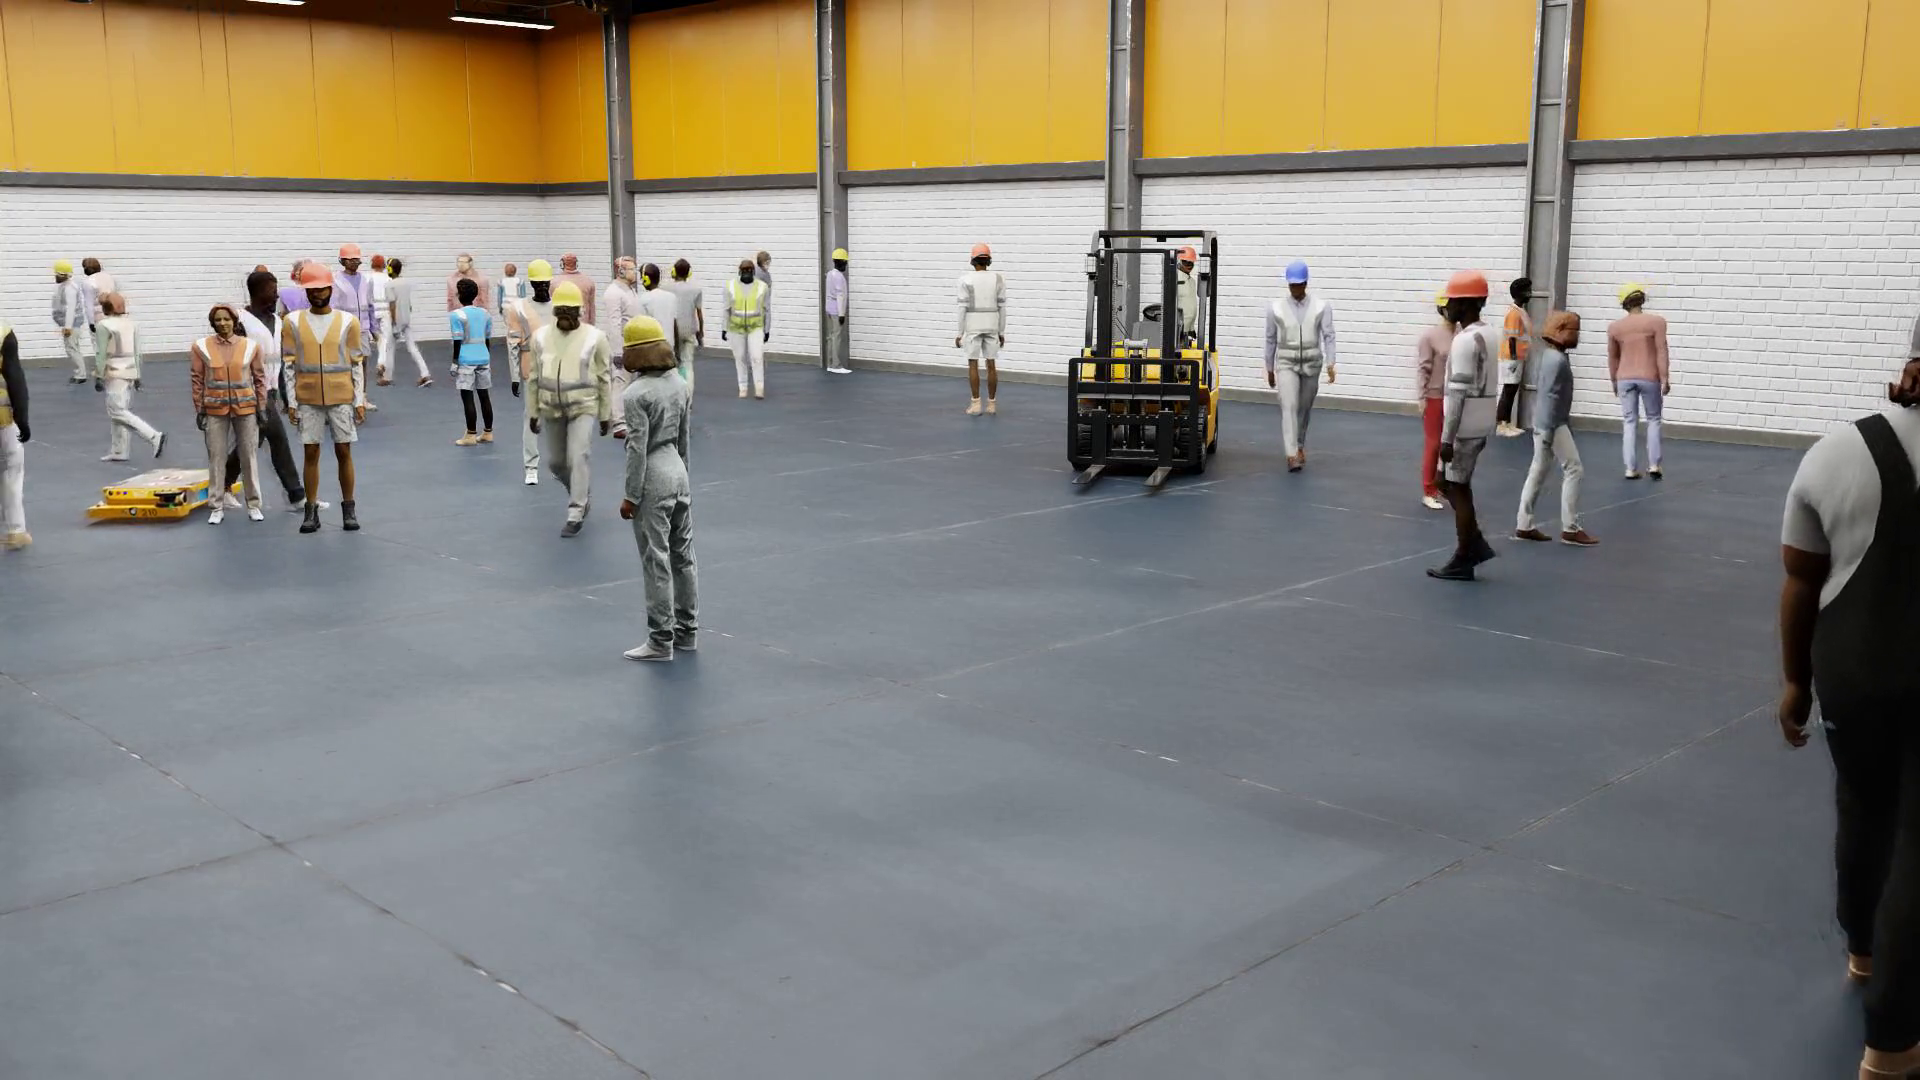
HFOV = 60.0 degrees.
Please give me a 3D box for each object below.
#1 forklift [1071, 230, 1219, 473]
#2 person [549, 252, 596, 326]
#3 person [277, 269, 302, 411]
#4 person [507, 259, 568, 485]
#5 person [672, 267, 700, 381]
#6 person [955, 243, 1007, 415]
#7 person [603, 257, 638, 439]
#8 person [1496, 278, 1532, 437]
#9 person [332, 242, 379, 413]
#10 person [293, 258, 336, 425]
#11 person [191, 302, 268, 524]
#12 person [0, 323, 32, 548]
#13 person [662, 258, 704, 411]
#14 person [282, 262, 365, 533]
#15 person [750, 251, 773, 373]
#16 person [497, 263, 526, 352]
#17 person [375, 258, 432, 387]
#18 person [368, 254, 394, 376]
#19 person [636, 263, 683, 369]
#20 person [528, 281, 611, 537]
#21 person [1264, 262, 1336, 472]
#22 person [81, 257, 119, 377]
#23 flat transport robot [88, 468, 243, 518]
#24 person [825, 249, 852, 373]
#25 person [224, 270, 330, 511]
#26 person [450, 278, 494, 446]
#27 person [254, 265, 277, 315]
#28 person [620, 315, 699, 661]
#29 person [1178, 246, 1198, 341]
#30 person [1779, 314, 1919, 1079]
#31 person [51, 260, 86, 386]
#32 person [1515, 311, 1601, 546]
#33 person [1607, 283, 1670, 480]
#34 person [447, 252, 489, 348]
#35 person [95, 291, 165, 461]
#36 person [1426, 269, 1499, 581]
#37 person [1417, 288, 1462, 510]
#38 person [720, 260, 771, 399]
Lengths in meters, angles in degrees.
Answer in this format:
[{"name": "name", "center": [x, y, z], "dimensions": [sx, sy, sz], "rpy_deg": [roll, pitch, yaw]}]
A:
[{"name": "forklift", "center": [1.804, -1.825, 15.677], "dimensions": [1.214, 2.155, 2.313], "rpy_deg": [2, 11, 13]}, {"name": "person", "center": [-5.055, -2.775, 21.644], "dimensions": [0.638, 1.909, 0.408], "rpy_deg": [-8, 13, -36]}, {"name": "person", "center": [-7.866, -2.399, 19.922], "dimensions": [0.552, 1.776, 0.984], "rpy_deg": [-9, 14, -40]}, {"name": "person", "center": [-3.567, -1.439, 14.301], "dimensions": [0.595, 1.925, 0.373], "rpy_deg": [-6, 12, -28]}, {"name": "person", "center": [-3.878, -2.973, 23.158], "dimensions": [0.526, 1.747, 0.601], "rpy_deg": [-1, 10, -4]}, {"name": "person", "center": [0.249, -2.492, 19.760], "dimensions": [0.627, 2.039, 0.434], "rpy_deg": [-3, 11, -16]}, {"name": "person", "center": [-3.506, -2.021, 17.568], "dimensions": [0.396, 1.902, 0.672], "rpy_deg": [1, 10, 5]}, {"name": "person", "center": [5.888, -1.934, 17.654], "dimensions": [0.321, 1.689, 0.530], "rpy_deg": [5, 11, 25]}, {"name": "person", "center": [-7.300, -2.553, 20.061], "dimensions": [0.397, 2.043, 0.609], "rpy_deg": [9, 14, 40]}, {"name": "person", "center": [-7.245, -2.212, 18.667], "dimensions": [0.491, 1.876, 0.701], "rpy_deg": [0, 10, 1]}, {"name": "person", "center": [-5.420, -0.942, 12.373], "dimensions": [0.515, 1.641, 0.315], "rpy_deg": [-5, 11, -23]}, {"name": "person", "center": [-6.556, -0.805, 11.134], "dimensions": [0.670, 1.818, 0.727], "rpy_deg": [-2, 11, -12]}, {"name": "person", "center": [-3.400, -2.507, 20.322], "dimensions": [0.566, 1.851, 0.492], "rpy_deg": [-4, 11, -21]}, {"name": "person", "center": [-4.573, -1.020, 11.985], "dimensions": [0.542, 1.939, 0.368], "rpy_deg": [-3, 11, -16]}, {"name": "person", "center": [-3.098, -3.531, 25.812], "dimensions": [0.467, 1.893, 0.764], "rpy_deg": [0, 10, 2]}, {"name": "person", "center": [-8.115, -4.202, 30.179], "dimensions": [0.538, 1.614, 0.580], "rpy_deg": [0, 10, -2]}, {"name": "person", "center": [-7.854, -3.057, 23.441], "dimensions": [0.976, 1.826, 0.532], "rpy_deg": [5, 12, 25]}, {"name": "person", "center": [-8.854, -3.439, 25.426], "dimensions": [0.580, 1.847, 0.963], "rpy_deg": [0, 10, -3]}, {"name": "person", "center": [-3.124, -1.962, 17.375], "dimensions": [0.586, 1.845, 0.473], "rpy_deg": [-10, 14, -42]}, {"name": "person", "center": [-2.796, -0.960, 11.993], "dimensions": [0.599, 1.810, 0.754], "rpy_deg": [1, 10, 7]}, {"name": "person", "center": [3.116, -1.598, 15.302], "dimensions": [0.609, 1.897, 1.042], "rpy_deg": [1, 10, 4]}, {"name": "person", "center": [-12.775, -3.322, 24.900], "dimensions": [0.820, 1.811, 0.654], "rpy_deg": [5, 11, 23]}, {"name": "flat transport robot", "center": [-6.208, -0.383, 13.063], "dimensions": [0.652, 0.197, 1.431], "rpy_deg": [-1, 10, -4]}, {"name": "person", "center": [-1.892, -3.548, 25.809], "dimensions": [0.384, 1.923, 0.590], "rpy_deg": [-3, 11, -18]}, {"name": "person", "center": [-5.453, -1.154, 12.910], "dimensions": [1.003, 1.873, 0.602], "rpy_deg": [1, 10, 5]}, {"name": "person", "center": [-4.969, -1.800, 16.896], "dimensions": [0.315, 1.695, 0.541], "rpy_deg": [5, 12, 27]}, {"name": "person", "center": [-11.870, -3.880, 28.410], "dimensions": [0.268, 1.632, 0.507], "rpy_deg": [4, 11, 23]}, {"name": "person", "center": [-1.545, -0.258, 8.386], "dimensions": [0.311, 1.735, 0.483], "rpy_deg": [5, 12, 26]}, {"name": "person", "center": [2.786, -2.653, 20.738], "dimensions": [0.384, 1.990, 0.624], "rpy_deg": [7, 12, 33]}, {"name": "person", "center": [2.573, 0.332, 4.336], "dimensions": [0.955, 2.000, 0.700], "rpy_deg": [-9, 14, -40]}, {"name": "person", "center": [-12.694, -3.082, 23.658], "dimensions": [0.405, 1.790, 0.719], "rpy_deg": [-6, 12, -31]}, {"name": "person", "center": [4.195, -0.766, 11.490], "dimensions": [0.661, 1.611, 0.515], "rpy_deg": [2, 11, 11]}, {"name": "person", "center": [5.955, -1.391, 14.614], "dimensions": [0.594, 1.714, 0.475], "rpy_deg": [8, 13, 36]}, {"name": "person", "center": [-7.104, -3.212, 24.066], "dimensions": [0.649, 1.891, 0.512], "rpy_deg": [2, 11, 8]}, {"name": "person", "center": [-7.823, -1.524, 15.605], "dimensions": [0.658, 1.616, 0.515], "rpy_deg": [1, 10, 3]}, {"name": "person", "center": [3.085, -0.696, 10.242], "dimensions": [0.400, 1.926, 0.567], "rpy_deg": [6, 12, 31]}, {"name": "person", "center": [3.786, -1.091, 12.884], "dimensions": [0.543, 1.748, 0.461], "rpy_deg": [-2, 11, -13]}, {"name": "person", "center": [-2.791, -2.727, 21.666], "dimensions": [0.649, 1.809, 0.859], "rpy_deg": [-1, 10, -4]}]
